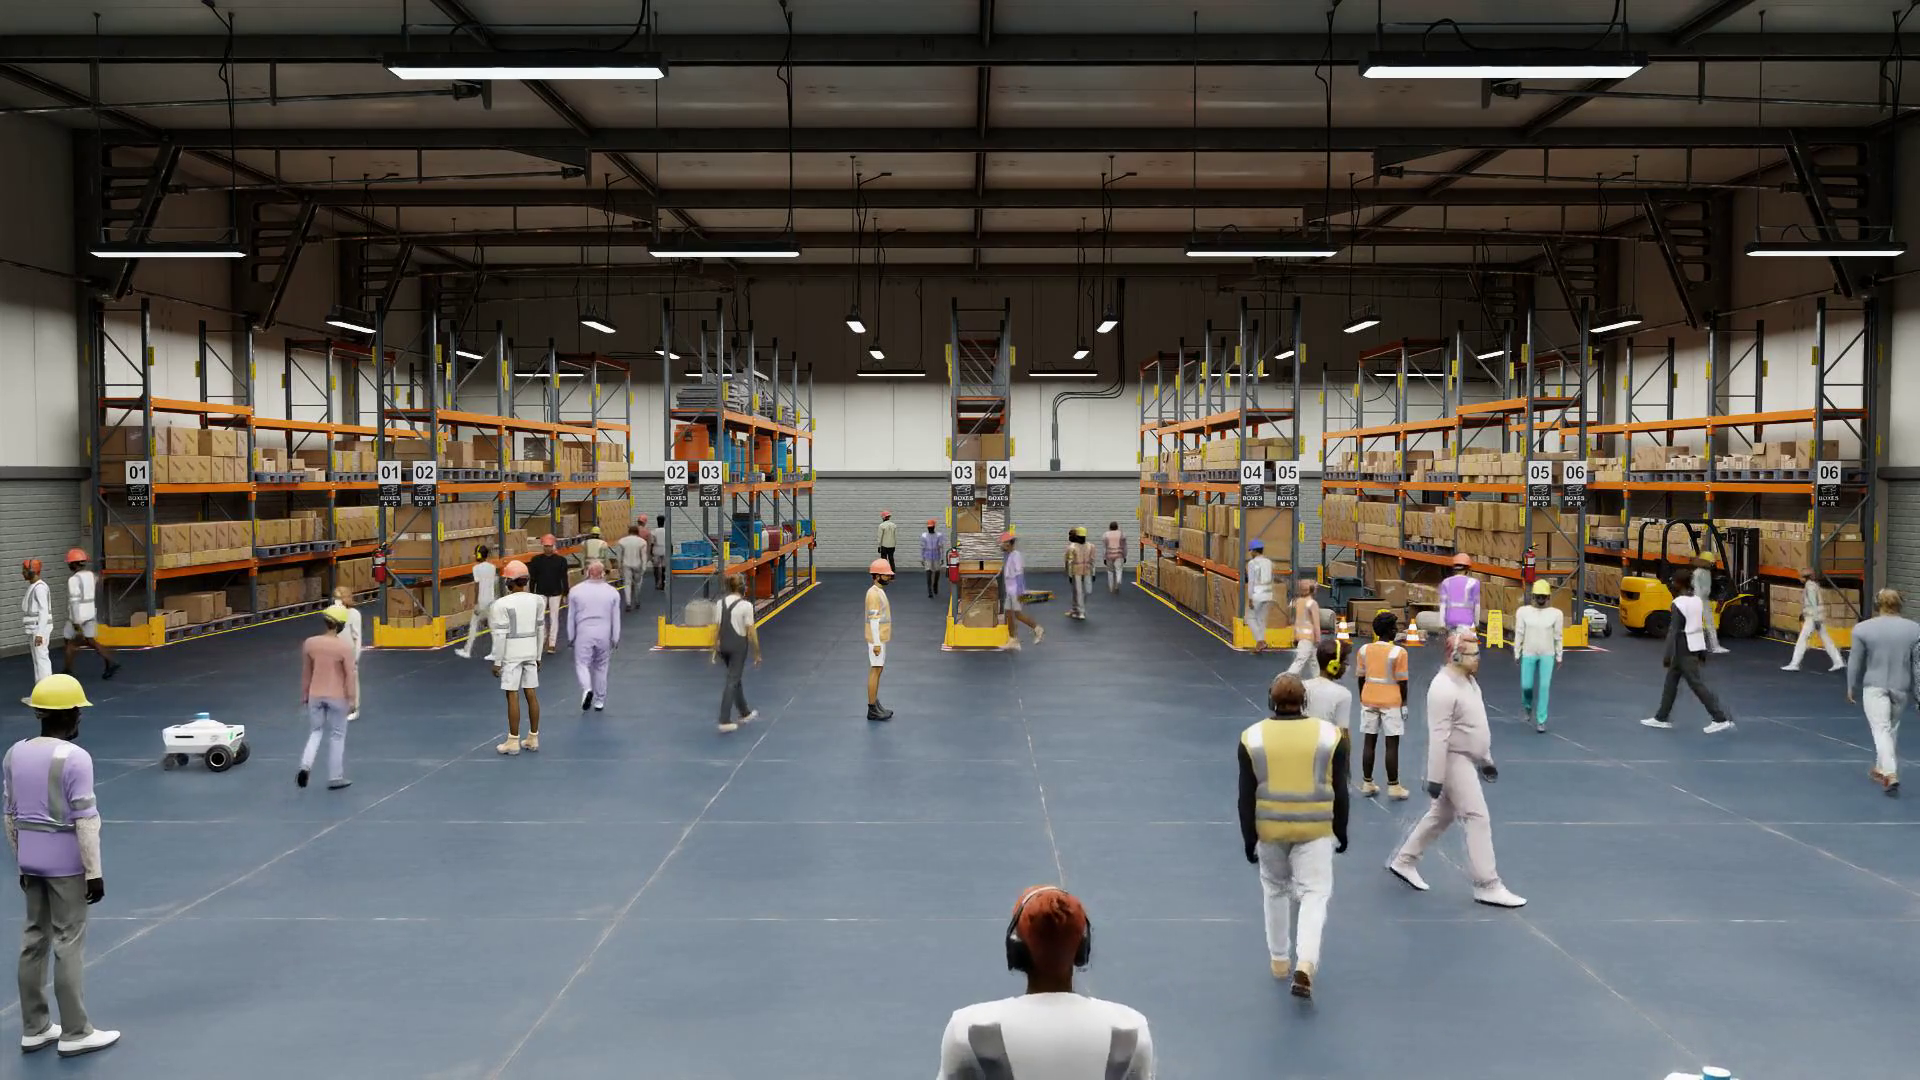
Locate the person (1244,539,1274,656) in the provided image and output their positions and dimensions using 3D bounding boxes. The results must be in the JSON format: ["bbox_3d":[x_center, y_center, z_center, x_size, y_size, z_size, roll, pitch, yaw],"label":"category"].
[{"bbox_3d":[4.889,0.937,26.424,0.604,1.913,0.493,-2,3,-37],"label":"person"}]

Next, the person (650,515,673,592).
[{"bbox_3d":[-7.575,0.340,40.945,0.615,1.945,0.481,-1,2,-16],"label":"person"}]

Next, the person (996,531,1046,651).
[{"bbox_3d":[0.999,0.854,27.256,0.782,2.005,0.643,-1,2,-15],"label":"person"}]

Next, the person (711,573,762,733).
[{"bbox_3d":[-2.525,1.290,18.720,0.546,1.805,0.899,2,3,34],"label":"person"}]

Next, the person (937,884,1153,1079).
[{"bbox_3d":[0.209,1.852,4.388,0.593,1.830,1.009,-1,2,-13],"label":"person"}]

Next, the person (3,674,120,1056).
[{"bbox_3d":[-4.624,1.649,8.283,0.585,1.927,0.366,1,2,21],"label":"person"}]

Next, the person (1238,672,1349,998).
[{"bbox_3d":[1.906,1.666,9.243,0.626,1.817,0.848,1,2,15],"label":"person"}]

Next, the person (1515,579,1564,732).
[{"bbox_3d":[6.677,1.320,18.619,0.536,1.752,0.454,1,2,19],"label":"person"}]

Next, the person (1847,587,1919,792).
[{"bbox_3d":[8.697,1.392,15.139,0.642,1.903,0.990,1,2,13],"label":"person"}]

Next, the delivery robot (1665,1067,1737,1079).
[{"bbox_3d":[3.037,2.371,6.488,0.477,0.478,0.707,1,2,19],"label":"delivery robot"}]

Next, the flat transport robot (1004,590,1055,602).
[{"bbox_3d":[1.614,1.311,37.861,0.652,0.197,1.431,1,3,29],"label":"flat transport robot"}]

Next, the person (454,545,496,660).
[{"bbox_3d":[-7.693,0.999,25.793,0.915,1.828,0.558,1,3,29],"label":"person"}]

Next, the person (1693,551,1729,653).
[{"bbox_3d":[12.330,1.024,26.935,0.514,1.690,0.902,-2,3,-37],"label":"person"}]

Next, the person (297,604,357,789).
[{"bbox_3d":[-5.905,1.467,15.074,0.554,1.747,0.497,0,2,8],"label":"person"}]

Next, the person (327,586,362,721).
[{"bbox_3d":[-7.380,1.360,19.282,0.521,1.612,0.508,1,2,17],"label":"person"}]

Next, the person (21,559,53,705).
[{"bbox_3d":[-11.846,1.177,20.720,0.360,1.882,0.575,-2,3,-37],"label":"person"}]

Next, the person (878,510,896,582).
[{"bbox_3d":[-2.039,0.167,44.881,0.615,1.987,0.406,-2,3,-41],"label":"person"}]

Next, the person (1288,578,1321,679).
[{"bbox_3d":[4.538,1.305,21.147,0.886,1.600,0.526,0,2,-10],"label":"person"}]

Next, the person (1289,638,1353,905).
[{"bbox_3d":[2.388,1.588,11.002,0.572,1.846,0.638,-2,3,-41],"label":"person"}]

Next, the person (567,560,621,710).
[{"bbox_3d":[-4.548,1.195,20.087,0.662,1.891,0.642,-1,2,-18],"label":"person"}]

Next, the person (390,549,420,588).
[{"bbox_3d":[-10.737,0.789,31.155,0.612,1.819,0.677,0,2,0],"label":"person"}]

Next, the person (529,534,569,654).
[{"bbox_3d":[-6.779,0.896,26.569,0.646,1.975,0.672,0,2,-8],"label":"person"}]

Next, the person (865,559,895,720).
[{"bbox_3d":[-0.963,1.195,19.580,0.364,1.935,0.553,0,2,4],"label":"person"}]

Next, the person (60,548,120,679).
[{"bbox_3d":[-12.544,1.068,23.113,0.850,1.913,0.567,0,2,8],"label":"person"}]

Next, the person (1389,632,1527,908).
[{"bbox_3d":[3.451,1.563,11.281,0.954,1.866,0.642,1,3,28],"label":"person"}]

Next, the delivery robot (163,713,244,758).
[{"bbox_3d":[-7.603,1.981,16.229,0.707,0.478,0.477,0,3,-3],"label":"delivery robot"}]

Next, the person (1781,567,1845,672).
[{"bbox_3d":[12.811,1.185,24.165,0.845,1.589,0.622,1,3,31],"label":"person"}]

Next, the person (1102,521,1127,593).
[{"bbox_3d":[3.867,0.432,40.423,0.629,1.821,0.713,0,2,5],"label":"person"}]

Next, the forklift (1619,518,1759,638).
[{"bbox_3d":[13.417,0.684,29.791,2.313,2.155,1.214,0,2,0],"label":"forklift"}]

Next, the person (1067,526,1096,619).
[{"bbox_3d":[2.500,0.664,33.204,0.615,1.908,0.513,-1,2,-13],"label":"person"}]

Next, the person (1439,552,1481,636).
[{"bbox_3d":[6.856,1.116,22.282,0.533,1.894,0.942,2,3,45],"label":"person"}]

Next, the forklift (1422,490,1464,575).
[{"bbox_3d":[13.926,-0.371,47.846,1.873,2.768,1.129,0,2,0],"label":"forklift"}]

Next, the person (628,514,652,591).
[{"bbox_3d":[-8.092,0.338,40.746,0.648,1.969,0.426,0,2,0],"label":"person"}]

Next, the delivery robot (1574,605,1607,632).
[{"bbox_3d":[11.611,1.447,29.746,0.477,0.478,0.707,0,2,-4],"label":"delivery robot"}]

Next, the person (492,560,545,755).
[{"bbox_3d":[-4.703,1.237,17.166,0.365,2.048,0.607,2,3,37],"label":"person"}]

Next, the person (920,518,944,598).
[{"bbox_3d":[-0.684,0.426,39.091,0.578,1.925,0.433,0,2,-3],"label":"person"}]

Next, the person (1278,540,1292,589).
[{"bbox_3d":[7.729,0.489,38.940,0.597,1.810,0.632,-1,2,-16],"label":"person"}]

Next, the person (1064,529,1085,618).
[{"bbox_3d":[2.389,0.689,33.513,0.429,1.841,0.634,-1,2,-20],"label":"person"}]

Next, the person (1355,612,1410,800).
[{"bbox_3d":[3.868,1.503,14.767,0.322,1.699,0.536,-2,3,-42],"label":"person"}]

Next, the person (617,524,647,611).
[{"bbox_3d":[-7.165,0.598,35.300,0.643,1.897,1.018,0,2,-10],"label":"person"}]

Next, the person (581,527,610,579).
[{"bbox_3d":[-8.174,0.599,36.331,0.614,1.790,0.879,0,2,-1],"label":"person"}]

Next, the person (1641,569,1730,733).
[{"bbox_3d":[8.418,1.269,18.650,1.000,1.872,0.600,2,3,44],"label":"person"}]
